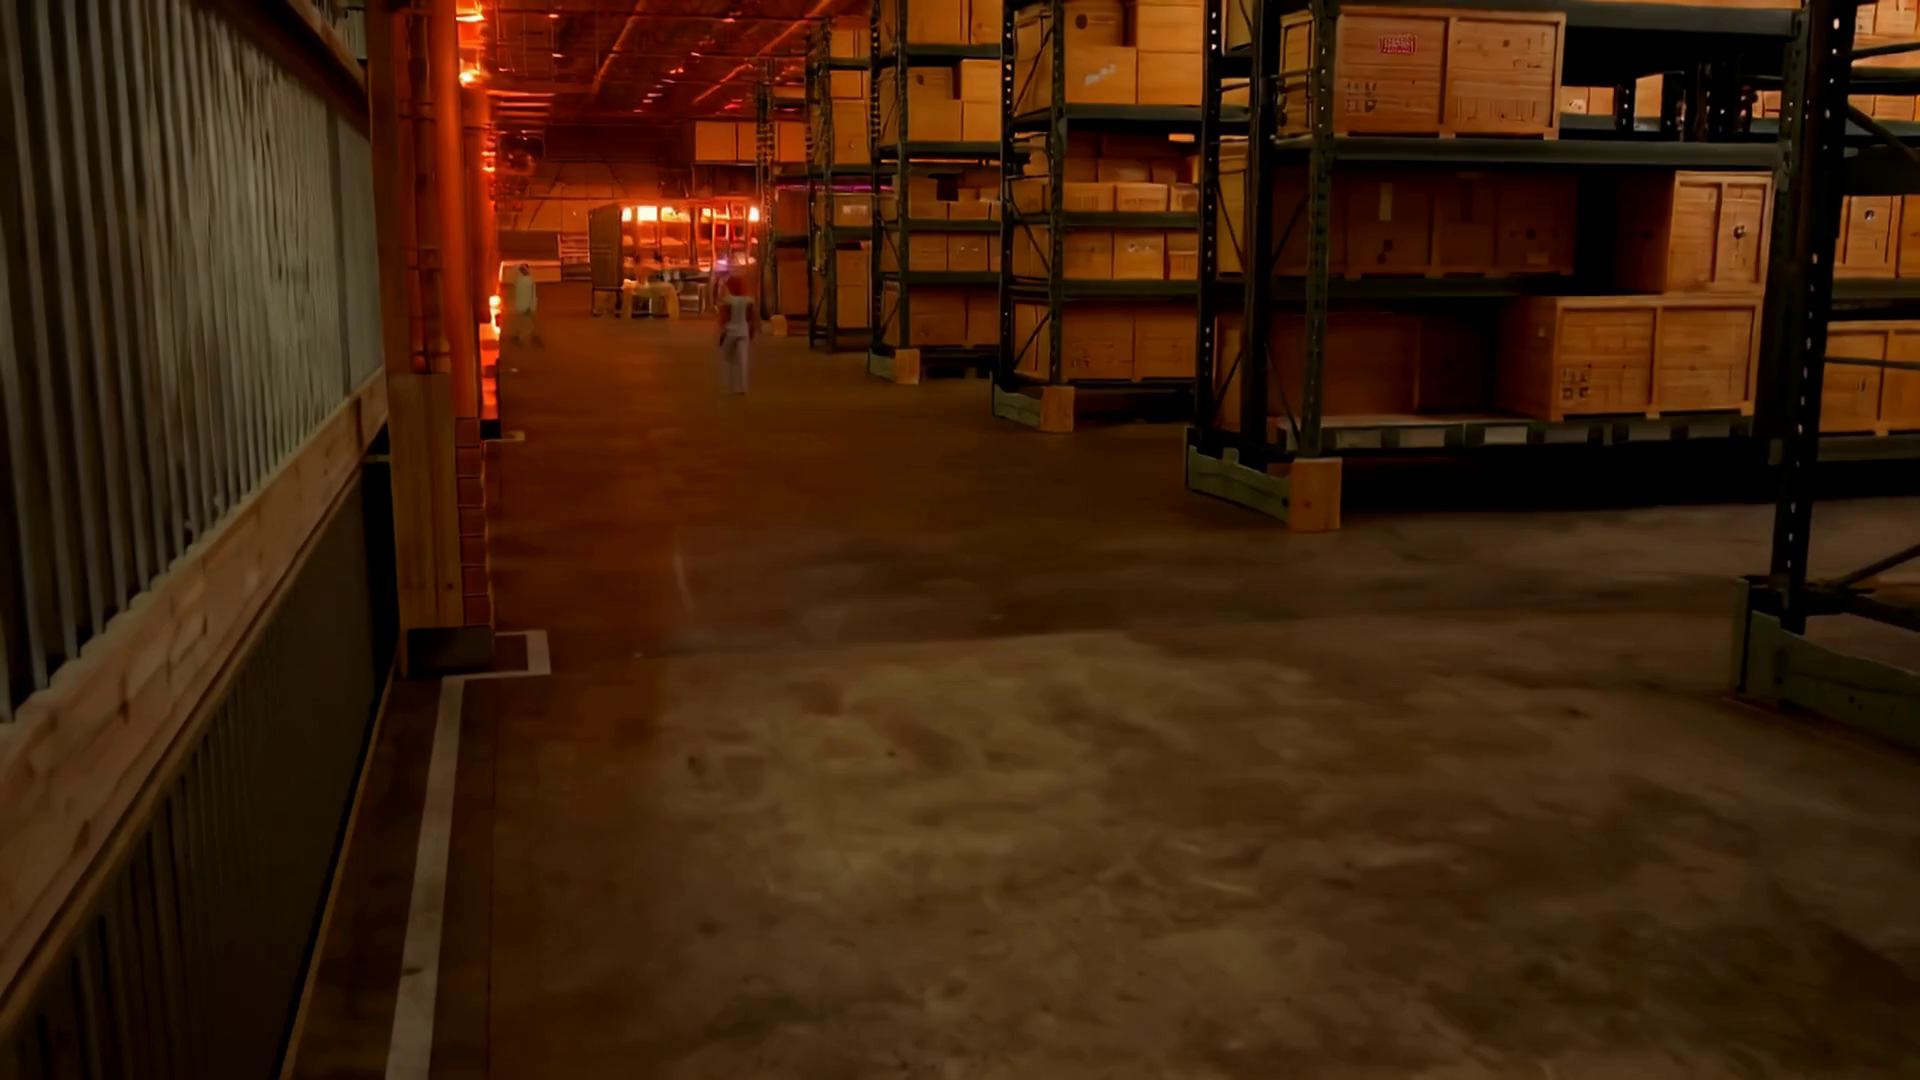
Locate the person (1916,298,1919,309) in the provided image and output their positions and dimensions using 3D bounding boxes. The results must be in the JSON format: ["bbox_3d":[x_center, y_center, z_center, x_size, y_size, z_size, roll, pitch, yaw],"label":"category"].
[{"bbox_3d":[10.478,-1.976,17.914,0.884,1.705,0.496,-3,11,-18],"label":"person"}]

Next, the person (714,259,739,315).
[{"bbox_3d":[-5.238,-5.448,37.442,0.555,1.739,0.521,-4,11,-21],"label":"person"}]

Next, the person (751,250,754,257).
[{"bbox_3d":[-10.029,-13.187,80.970,0.387,1.845,0.565,-8,13,-39],"label":"person"}]

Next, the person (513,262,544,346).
[{"bbox_3d":[-8.848,-4.817,33.993,0.588,1.699,0.915,4,11,20],"label":"person"}]

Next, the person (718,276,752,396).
[{"bbox_3d":[-3.085,-2.784,22.711,0.539,1.611,0.688,-7,12,-34],"label":"person"}]
